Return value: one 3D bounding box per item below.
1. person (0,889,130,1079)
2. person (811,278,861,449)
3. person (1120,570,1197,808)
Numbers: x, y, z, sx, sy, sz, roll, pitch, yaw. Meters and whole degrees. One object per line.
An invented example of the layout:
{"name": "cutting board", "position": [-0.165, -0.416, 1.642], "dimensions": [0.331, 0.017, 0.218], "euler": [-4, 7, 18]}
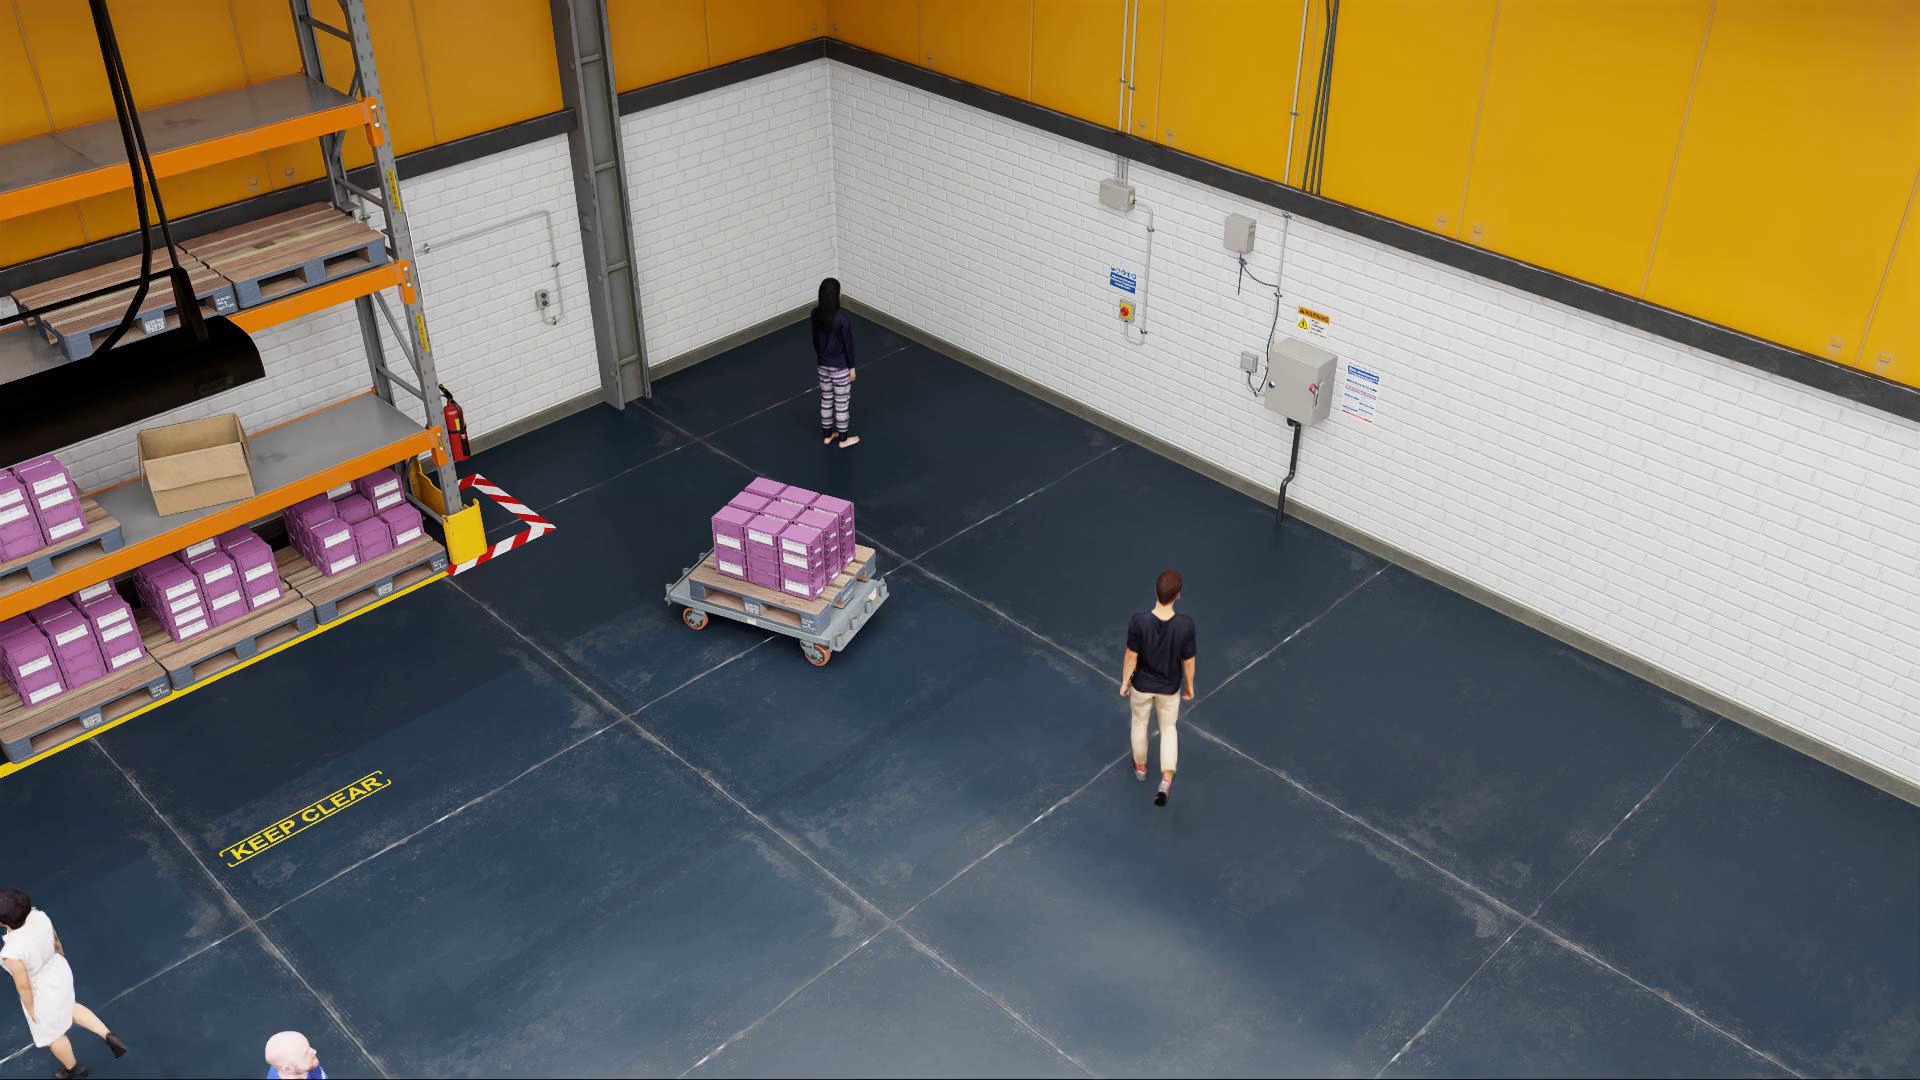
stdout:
{"name": "person", "position": [-5.178, 2.576, 9.553], "dimensions": [0.852, 1.545, 0.806], "euler": [3, 34, 4]}
{"name": "person", "position": [-1.200, -1.680, 15.785], "dimensions": [0.643, 1.734, 0.580], "euler": [20, 39, 28]}
{"name": "person", "position": [1.380, 1.067, 11.560], "dimensions": [1.028, 1.835, 1.096], "euler": [0, 34, 0]}
